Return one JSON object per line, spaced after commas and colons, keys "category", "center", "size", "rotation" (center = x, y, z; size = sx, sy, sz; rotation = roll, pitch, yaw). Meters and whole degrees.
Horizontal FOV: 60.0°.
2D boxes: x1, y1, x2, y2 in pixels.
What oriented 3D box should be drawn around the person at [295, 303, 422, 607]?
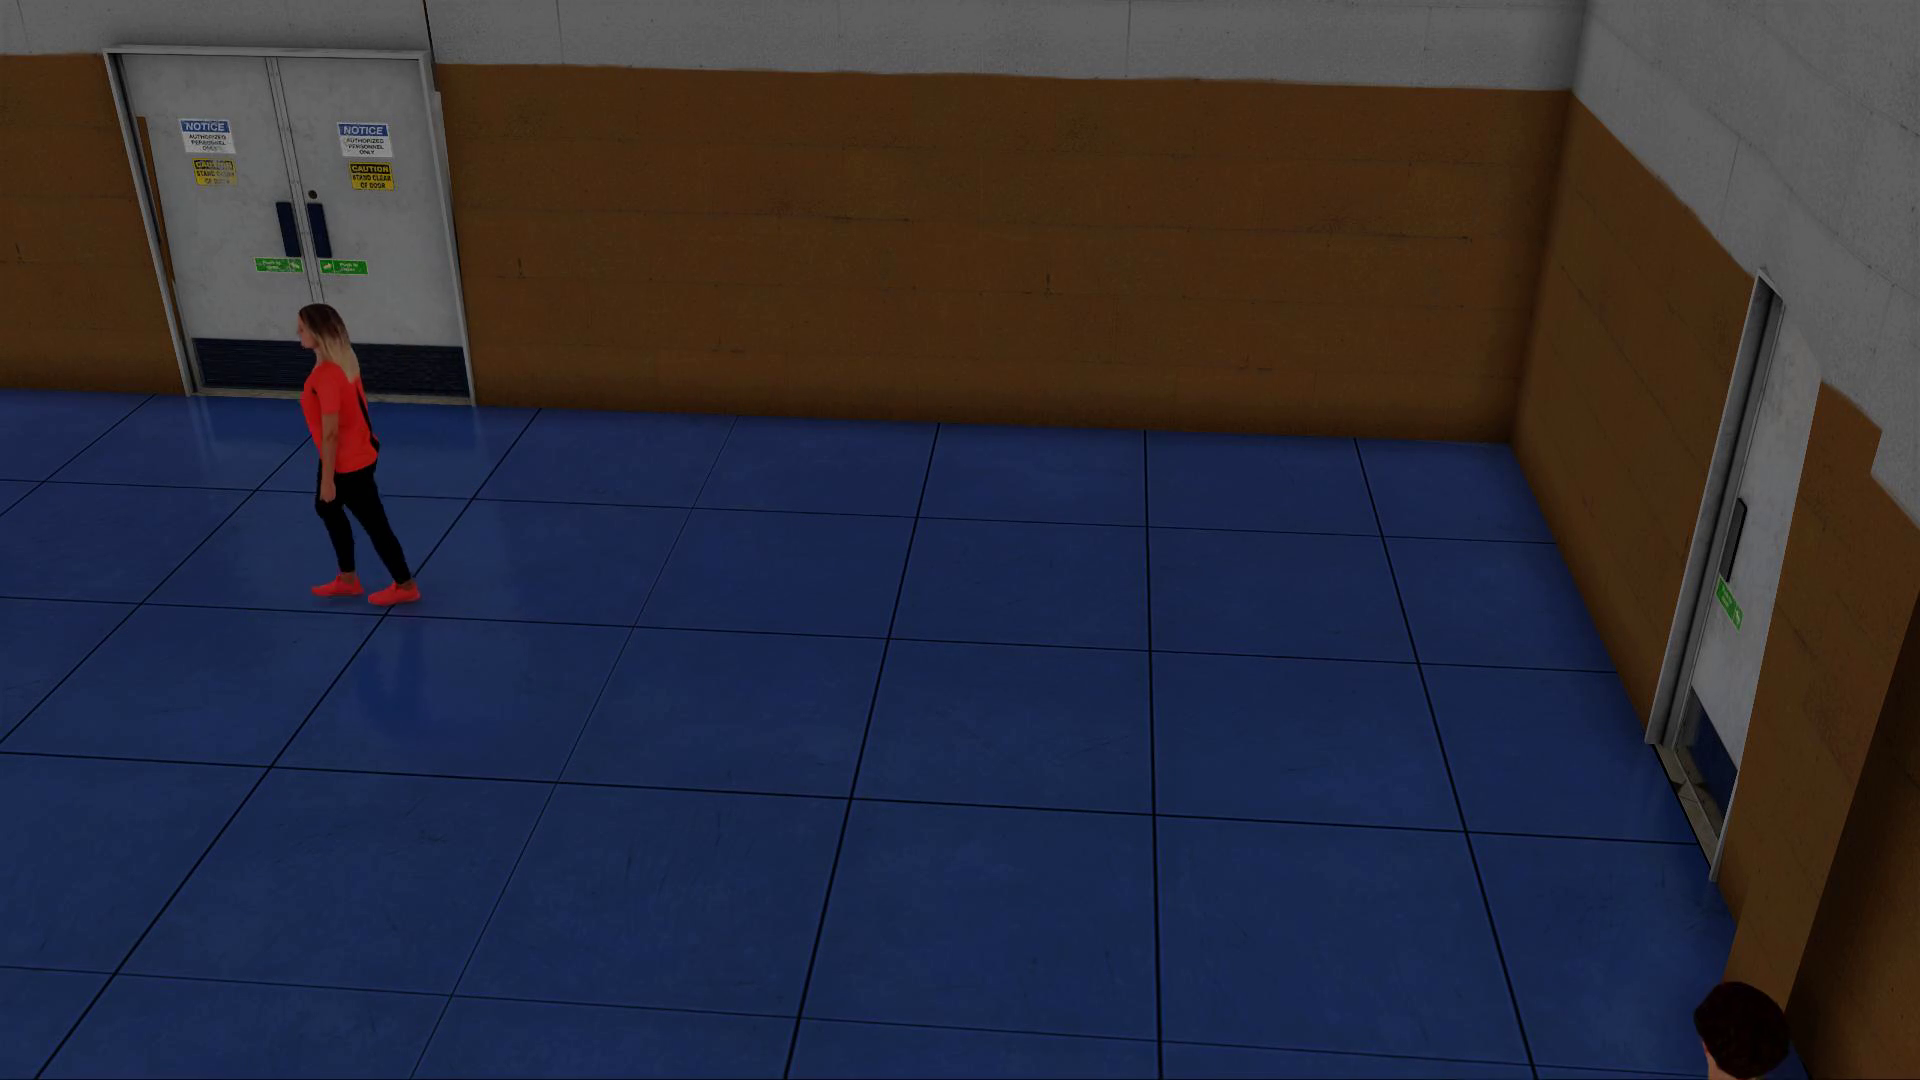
{"category": "person", "center": [-2.990, -0.403, 8.423], "size": [0.829, 1.674, 0.820], "rotation": [-7, 29, -12]}
